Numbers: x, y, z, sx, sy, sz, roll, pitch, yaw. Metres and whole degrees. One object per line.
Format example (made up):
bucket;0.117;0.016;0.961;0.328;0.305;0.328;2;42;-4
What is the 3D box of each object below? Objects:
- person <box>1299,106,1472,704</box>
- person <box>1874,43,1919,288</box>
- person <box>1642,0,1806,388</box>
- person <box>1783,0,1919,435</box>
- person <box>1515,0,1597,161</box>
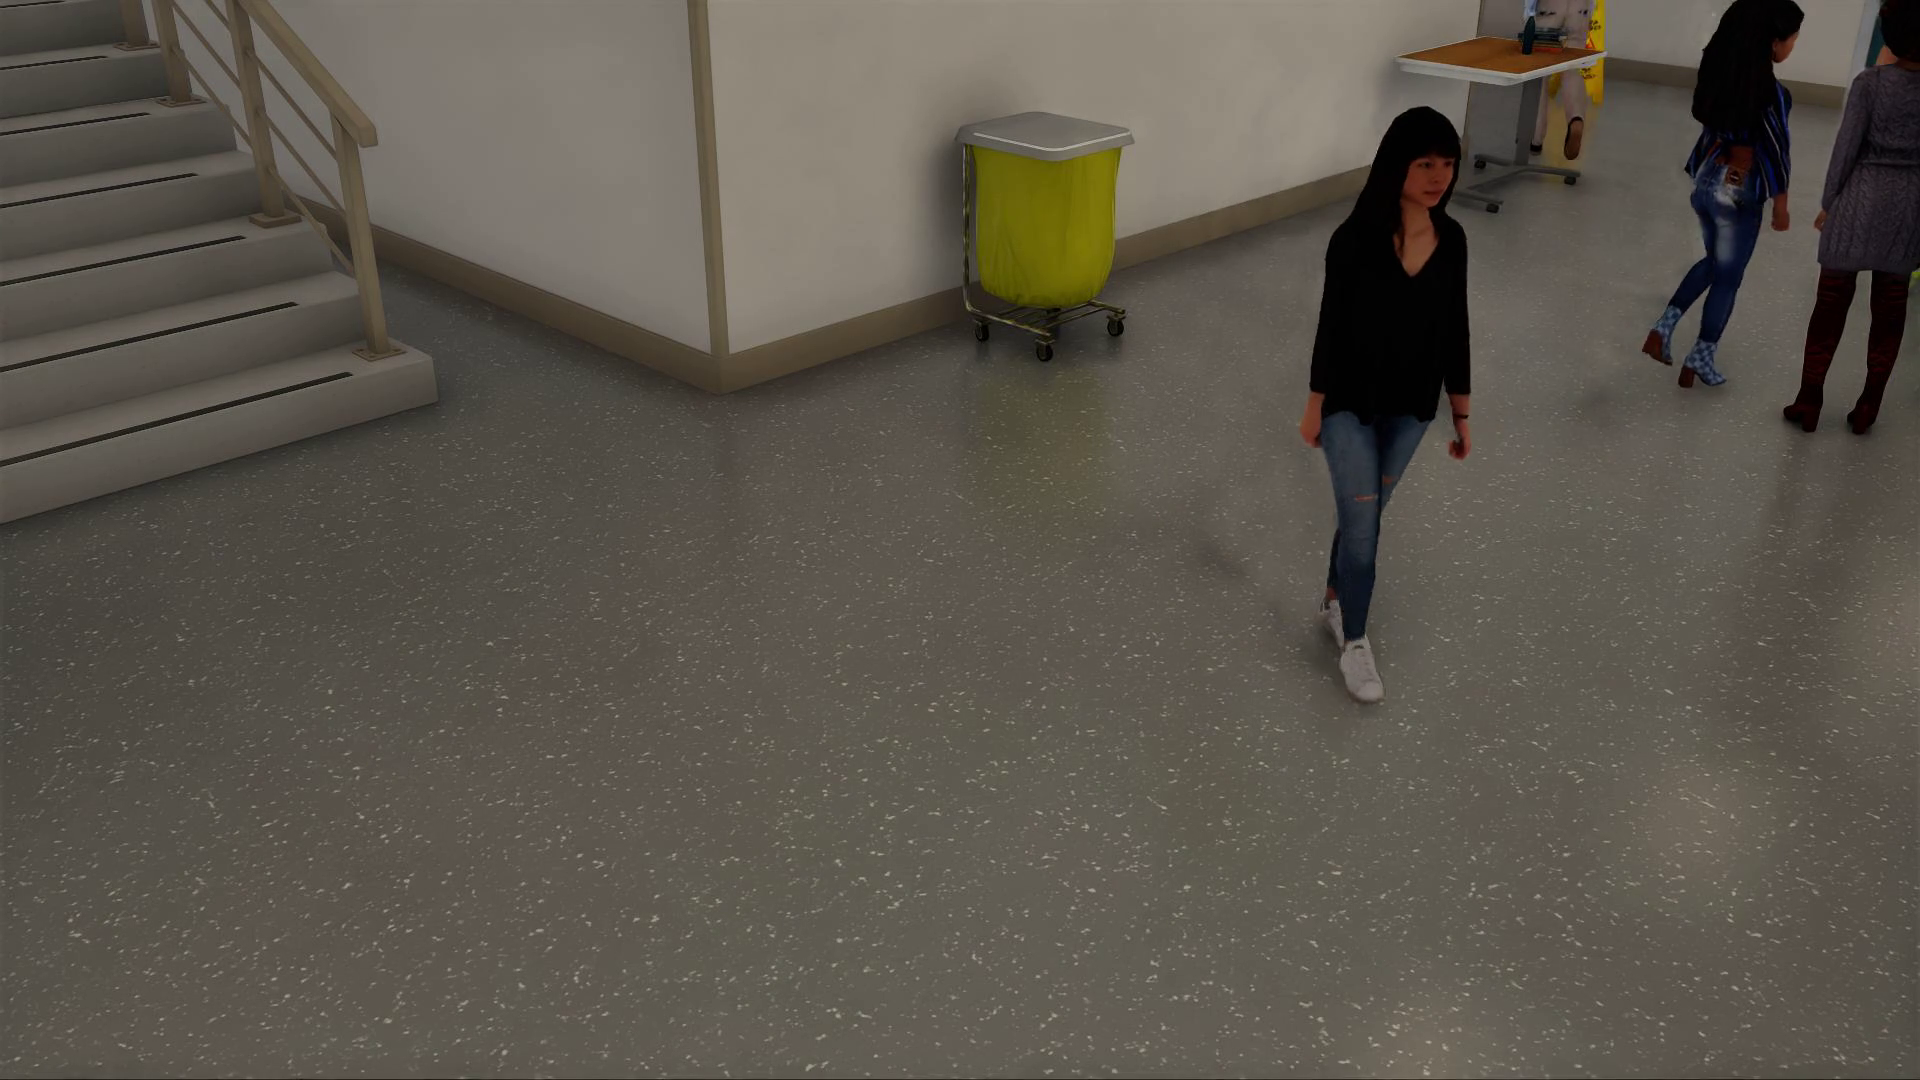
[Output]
person;1.149;-0.413;4.721;0.801;1.627;0.900;-7;27;-14
person;4.529;-1.978;7.687;0.986;1.870;0.989;10;28;21
person;3.059;-1.374;6.723;0.816;1.619;0.738;-6;26;-11
person;3.499;-1.236;6.332;0.616;1.710;0.720;6;26;13
person;3.805;-3.283;10.452;1.021;1.818;1.109;-2;26;-4
